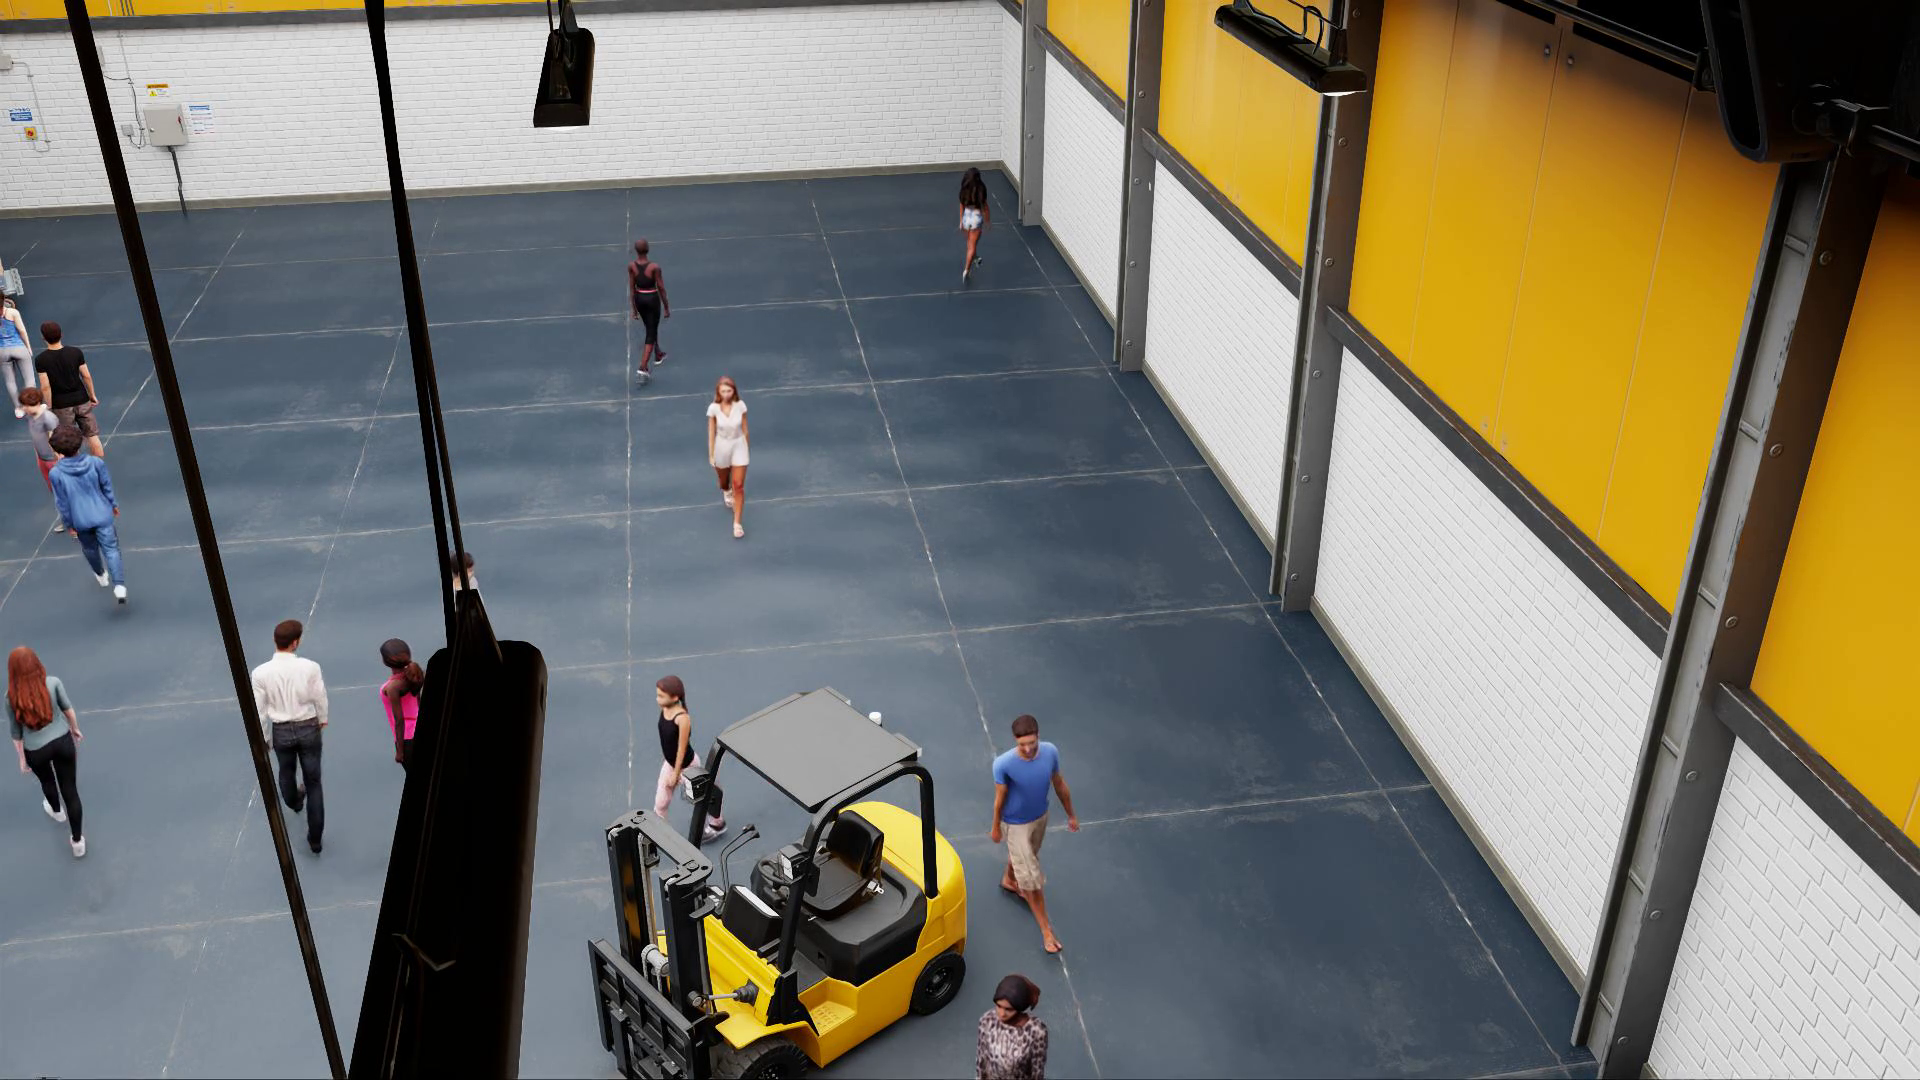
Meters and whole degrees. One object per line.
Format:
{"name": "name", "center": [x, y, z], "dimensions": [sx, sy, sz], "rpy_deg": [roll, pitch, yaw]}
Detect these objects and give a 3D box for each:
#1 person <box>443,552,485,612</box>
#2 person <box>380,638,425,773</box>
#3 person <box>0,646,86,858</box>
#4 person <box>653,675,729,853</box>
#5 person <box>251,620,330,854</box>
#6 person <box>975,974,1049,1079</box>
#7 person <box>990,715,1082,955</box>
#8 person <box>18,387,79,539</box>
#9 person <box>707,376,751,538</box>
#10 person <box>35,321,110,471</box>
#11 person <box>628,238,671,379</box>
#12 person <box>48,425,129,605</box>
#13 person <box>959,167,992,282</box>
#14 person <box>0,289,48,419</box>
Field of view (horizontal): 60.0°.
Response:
{"name": "person", "center": [-4.175, 0.787, 14.112], "dimensions": [0.680, 1.552, 0.579], "rpy_deg": [11, 31, 20]}
{"name": "person", "center": [-4.155, 1.492, 12.642], "dimensions": [0.696, 1.723, 0.597], "rpy_deg": [6, 29, 11]}
{"name": "person", "center": [-6.779, 1.614, 12.427], "dimensions": [0.899, 1.713, 1.091], "rpy_deg": [-20, 34, -32]}
{"name": "person", "center": [-2.035, 1.685, 12.503], "dimensions": [0.924, 1.518, 1.014], "rpy_deg": [-23, 36, -35]}
{"name": "person", "center": [-4.955, 1.522, 12.487], "dimensions": [0.744, 1.818, 1.068], "rpy_deg": [-10, 30, -17]}
{"name": "person", "center": [0.310, 3.177, 9.558], "dimensions": [0.667, 1.718, 0.701], "rpy_deg": [11, 31, 20]}
{"name": "person", "center": [0.407, 1.933, 11.744], "dimensions": [1.025, 1.807, 1.297], "rpy_deg": [-17, 33, -29]}
{"name": "person", "center": [-9.217, -0.812, 16.951], "dimensions": [0.694, 1.641, 0.744], "rpy_deg": [15, 32, 26]}
{"name": "person", "center": [-2.367, -0.927, 17.128], "dimensions": [0.565, 1.674, 1.025], "rpy_deg": [-5, 29, -9]}
{"name": "person", "center": [-9.606, -1.482, 17.949], "dimensions": [0.773, 1.862, 0.781], "rpy_deg": [-24, 37, -37]}
{"name": "person", "center": [-3.893, -2.842, 20.590], "dimensions": [0.913, 1.720, 1.254], "rpy_deg": [6, 29, 11]}
{"name": "person", "center": [-8.188, -0.208, 15.702], "dimensions": [0.891, 1.776, 1.229], "rpy_deg": [-13, 31, -23]}
{"name": "person", "center": [0.157, -4.444, 23.678], "dimensions": [0.906, 1.575, 1.107], "rpy_deg": [10, 30, 17]}
{"name": "person", "center": [-11.156, -2.219, 19.564], "dimensions": [0.577, 1.609, 0.563], "rpy_deg": [-7, 29, -13]}
